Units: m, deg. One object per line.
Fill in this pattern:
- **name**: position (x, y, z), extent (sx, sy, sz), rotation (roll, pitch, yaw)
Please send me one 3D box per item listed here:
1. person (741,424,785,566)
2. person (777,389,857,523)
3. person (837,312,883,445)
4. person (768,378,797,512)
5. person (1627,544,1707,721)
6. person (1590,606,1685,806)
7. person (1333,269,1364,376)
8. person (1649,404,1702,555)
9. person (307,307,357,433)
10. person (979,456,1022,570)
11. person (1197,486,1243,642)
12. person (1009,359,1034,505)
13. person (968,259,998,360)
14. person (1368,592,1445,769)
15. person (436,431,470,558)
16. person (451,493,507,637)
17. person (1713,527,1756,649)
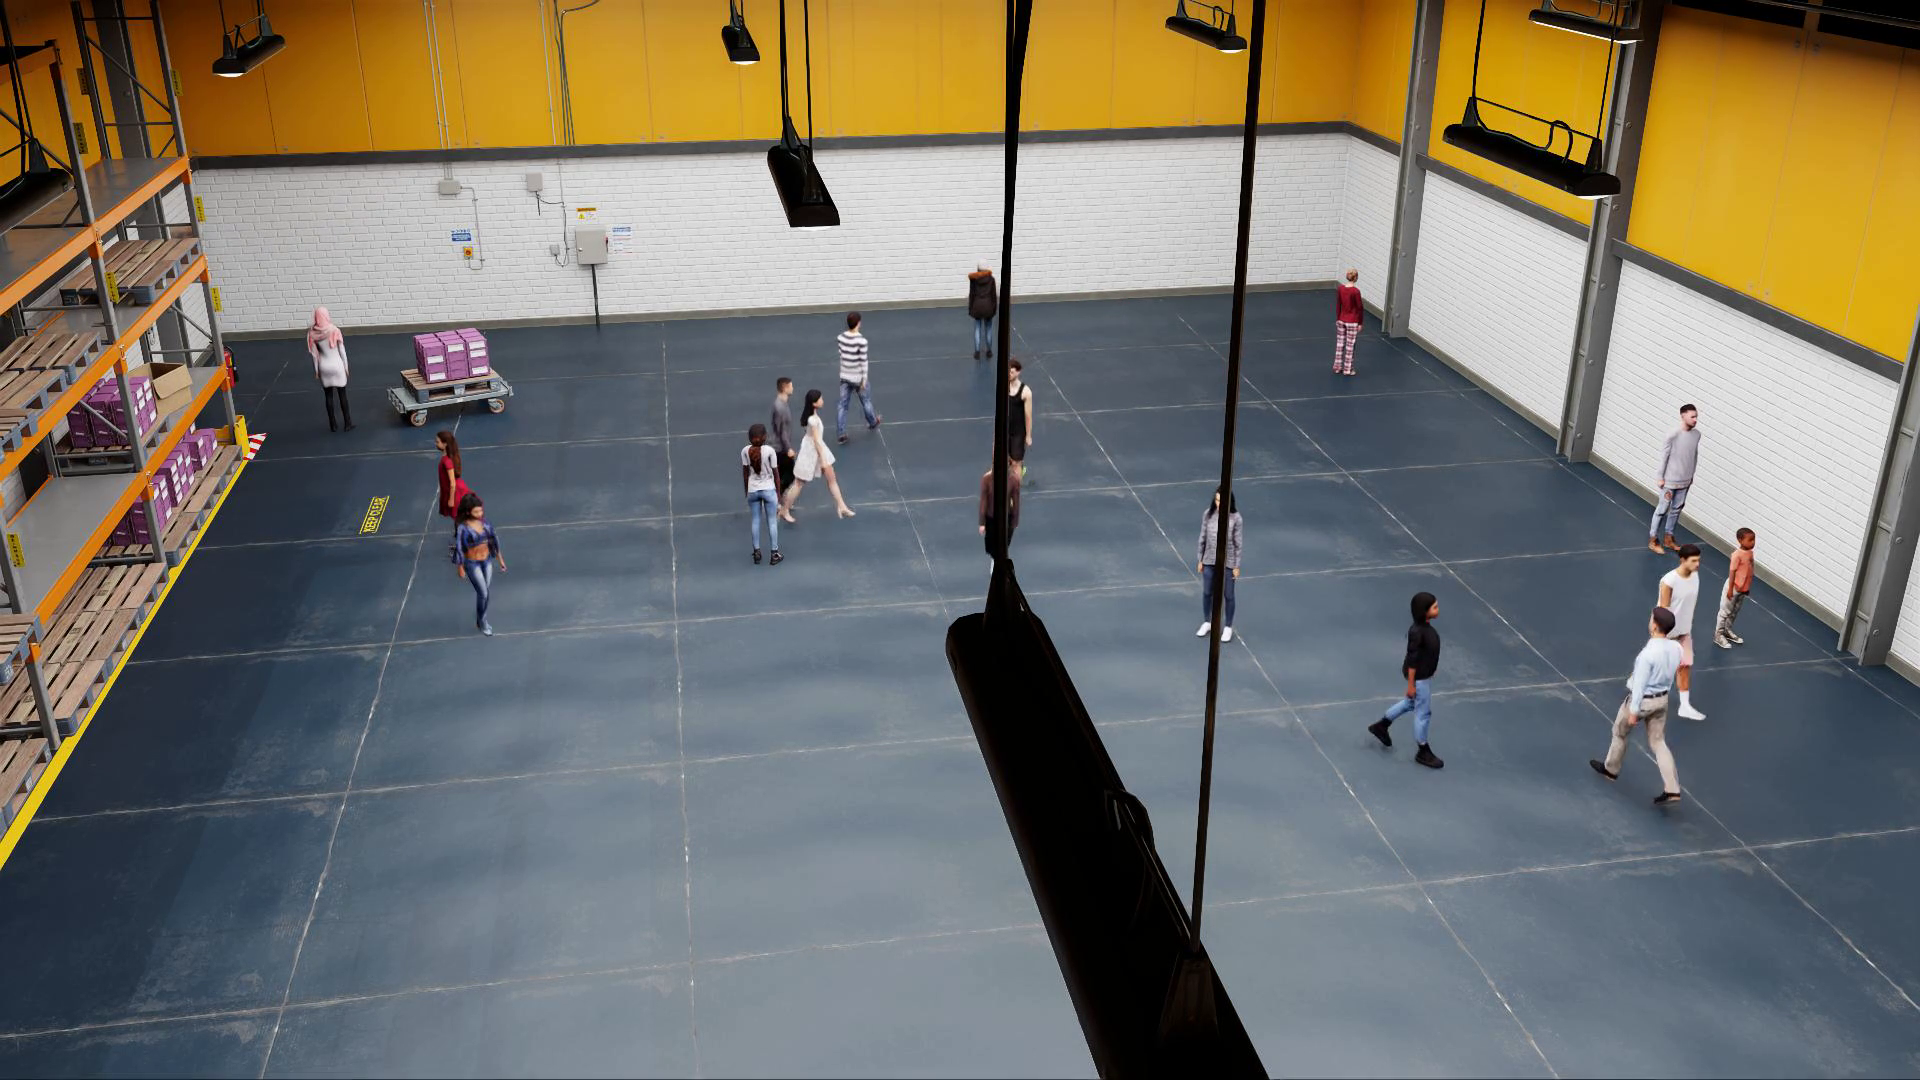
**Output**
- **person**: position (-2.306, -0.547, 19.378), extent (0.652, 1.719, 0.634), rotation (4, 24, 9)
- **person**: position (-1.889, -0.954, 20.319), extent (0.650, 1.711, 1.123), rotation (-4, 24, -9)
- **person**: position (-1.540, -2.216, 23.092), extent (1.071, 1.801, 1.251), rotation (10, 26, 22)
- **person**: position (-2.309, -1.157, 20.741), extent (0.681, 1.745, 0.539), rotation (-4, 24, -8)
- **person**: position (6.856, 0.839, 16.181), extent (0.863, 1.739, 1.210), rotation (-11, 26, -23)
- **person**: position (6.097, 1.482, 14.609), extent (0.851, 1.820, 1.273), rotation (-10, 25, -21)
- **person**: position (6.071, -3.421, 25.978), extent (0.742, 1.698, 0.624), rotation (-20, 30, -38)
- **person**: position (8.469, -0.749, 19.690), extent (0.697, 1.839, 0.604), rotation (-7, 25, -15)
- **person**: position (-8.911, -2.423, 23.564), extent (0.622, 1.803, 0.570), rotation (-4, 24, -8)
- **person**: position (0.433, -0.228, 18.696), extent (0.789, 1.679, 1.090), rotation (2, 24, 4)
- **person**: position (2.760, 0.218, 17.612), extent (0.699, 1.731, 0.717), rotation (10, 26, 22)
- **person**: position (0.726, -1.411, 21.153), extent (0.967, 1.879, 1.042), rotation (13, 27, 27)
- **person**: position (0.362, -3.728, 26.761), extent (0.647, 1.634, 0.621), rotation (-2, 24, -4)
- **person**: position (4.139, 1.250, 15.311), extent (0.970, 1.682, 0.983), rotation (11, 26, 23)
- **person**: position (-5.964, -0.564, 19.625), extent (0.601, 1.553, 0.539), rotation (-5, 24, -11)
- **person**: position (-5.178, 0.241, 17.714), extent (0.820, 1.607, 0.759), rotation (14, 27, 29)
- **person**: position (8.186, 0.478, 17.543), extent (0.550, 1.310, 0.572), rotation (-14, 27, -30)
